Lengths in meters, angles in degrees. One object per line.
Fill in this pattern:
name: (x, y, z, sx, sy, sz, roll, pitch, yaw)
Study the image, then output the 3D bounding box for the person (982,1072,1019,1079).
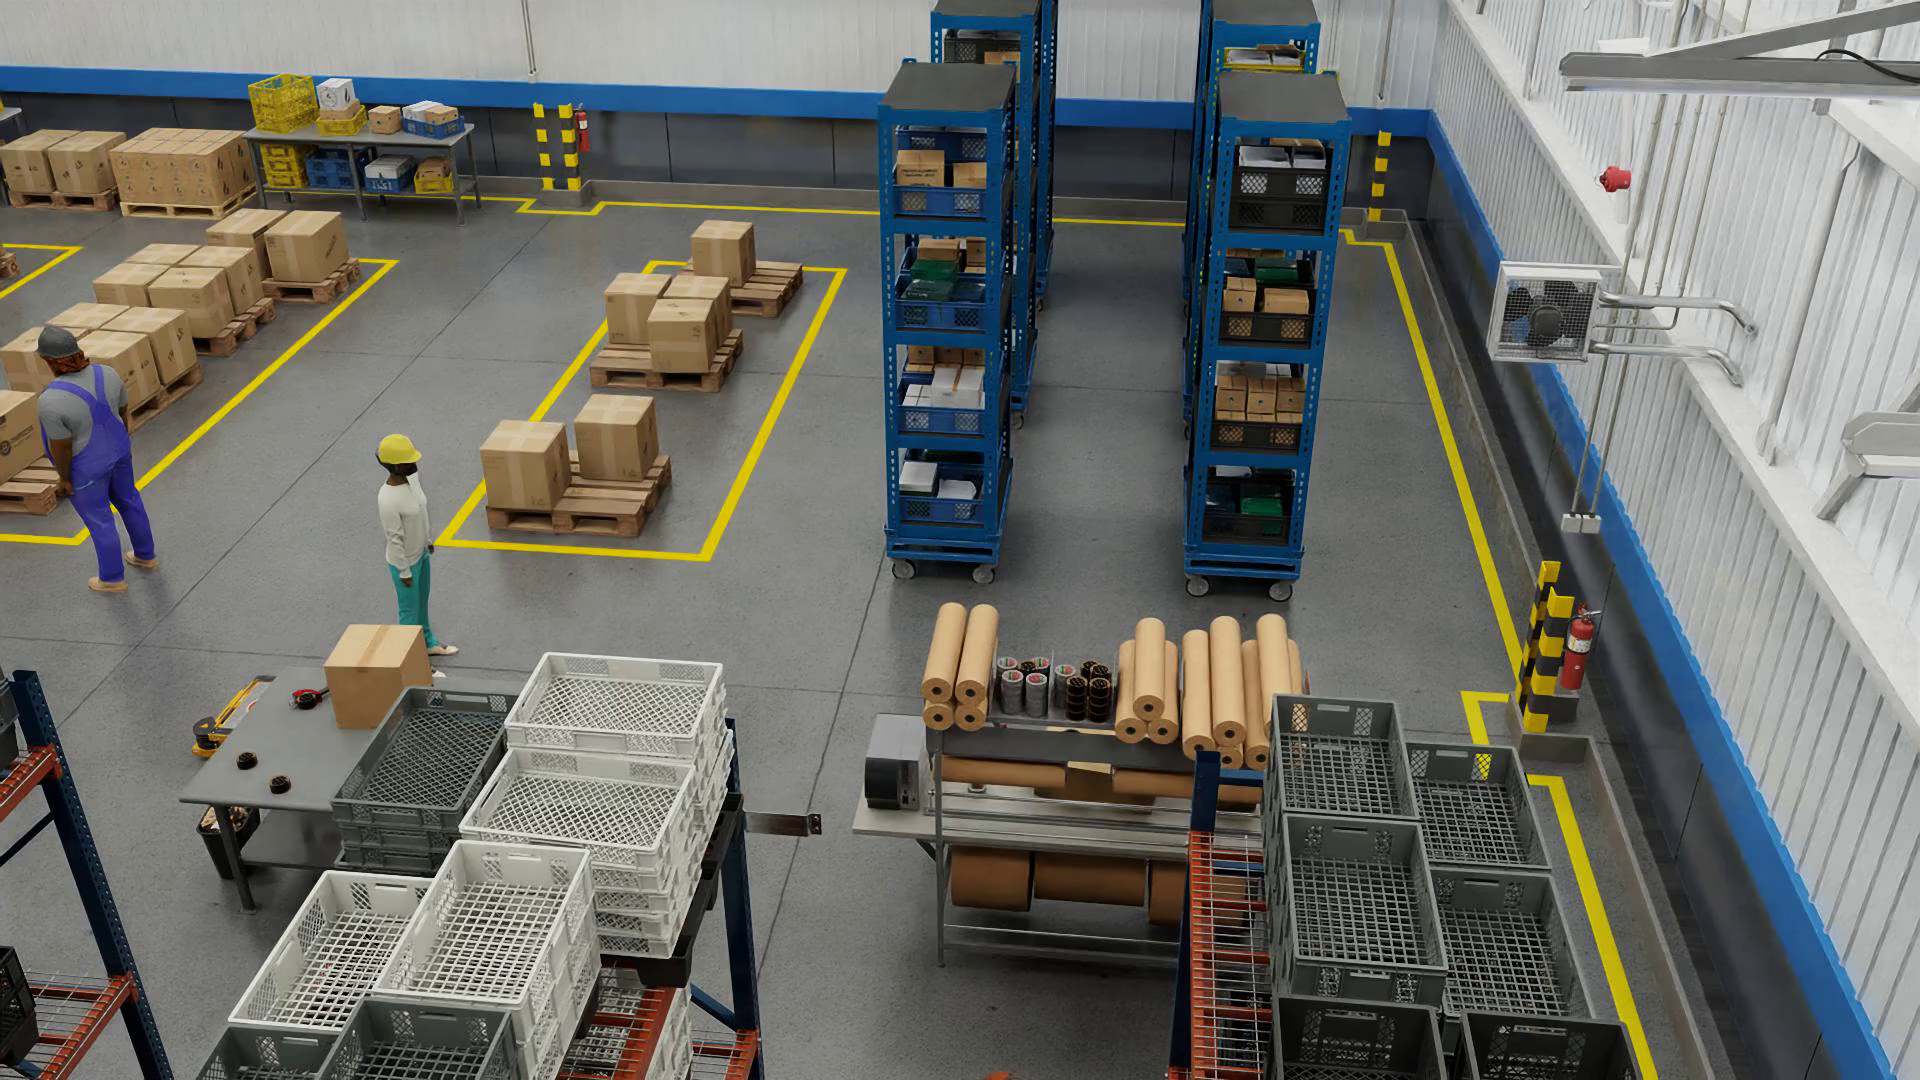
person: (0.162, 2.745, 6.352, 0.578, 1.884, 0.353, -20, 36, -30)

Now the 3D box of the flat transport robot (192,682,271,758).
flat transport robot: (-4.089, 1.163, 10.648, 1.431, 0.197, 0.652, 3, 30, 6)

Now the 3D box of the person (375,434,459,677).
person: (-3.614, 0.096, 11.018, 0.324, 1.769, 0.523, 2, 30, 3)

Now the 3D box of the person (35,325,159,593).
person: (-6.263, -0.592, 11.931, 0.538, 2.000, 0.680, 10, 32, 16)
